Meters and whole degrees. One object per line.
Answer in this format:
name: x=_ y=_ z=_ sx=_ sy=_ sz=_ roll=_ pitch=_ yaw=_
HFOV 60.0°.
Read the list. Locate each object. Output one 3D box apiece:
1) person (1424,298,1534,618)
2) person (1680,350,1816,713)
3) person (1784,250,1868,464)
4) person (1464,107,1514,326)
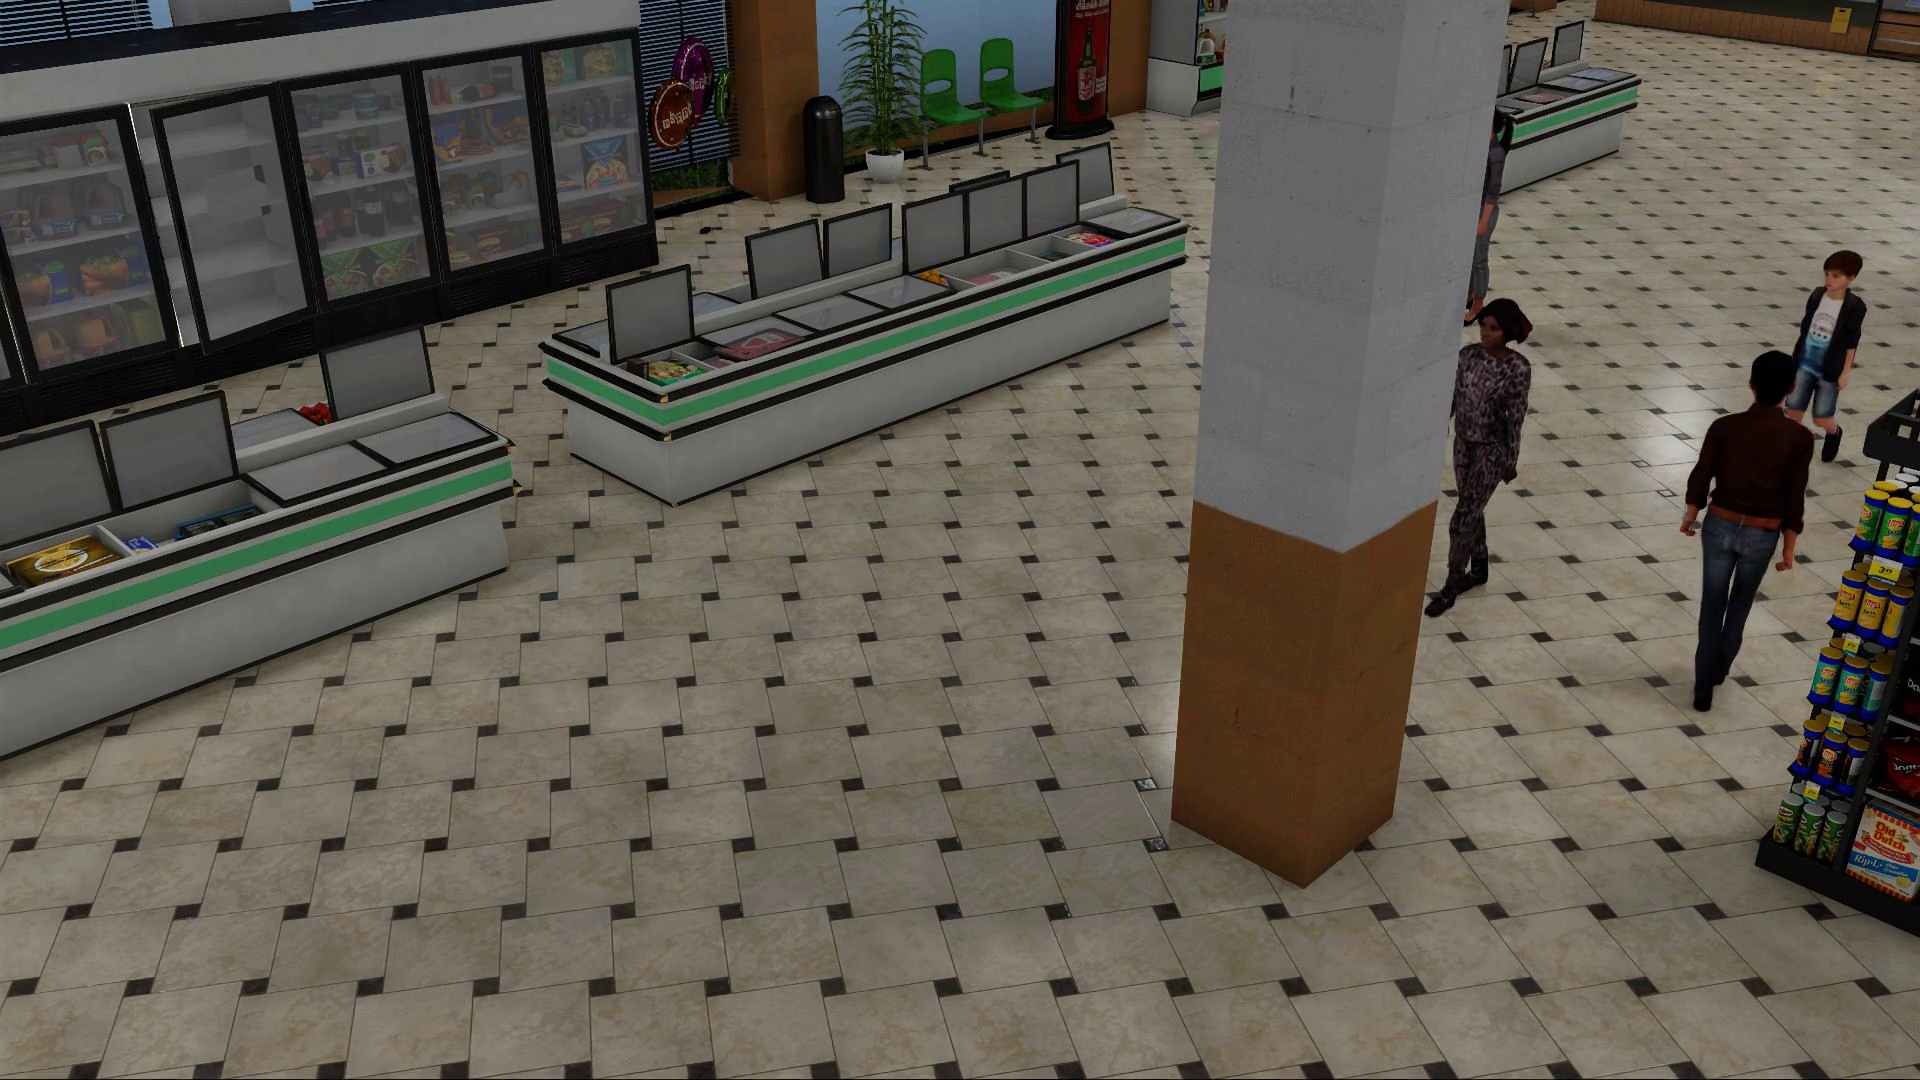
person: x=2.797 y=-0.467 z=8.777 sx=0.917 sy=1.693 sz=0.703 roll=-15 pitch=31 yaw=-27
person: x=3.629 y=0.016 z=7.748 sx=0.783 sy=1.762 sz=0.800 roll=12 pitch=29 yaw=22
person: x=5.360 y=-1.081 z=10.276 sx=0.830 sy=1.433 sz=0.643 roll=-15 pitch=31 yaw=-28
person: x=4.001 y=-2.497 z=12.797 sx=0.778 sy=1.678 sz=0.723 roll=-1 pitch=27 yaw=-2
